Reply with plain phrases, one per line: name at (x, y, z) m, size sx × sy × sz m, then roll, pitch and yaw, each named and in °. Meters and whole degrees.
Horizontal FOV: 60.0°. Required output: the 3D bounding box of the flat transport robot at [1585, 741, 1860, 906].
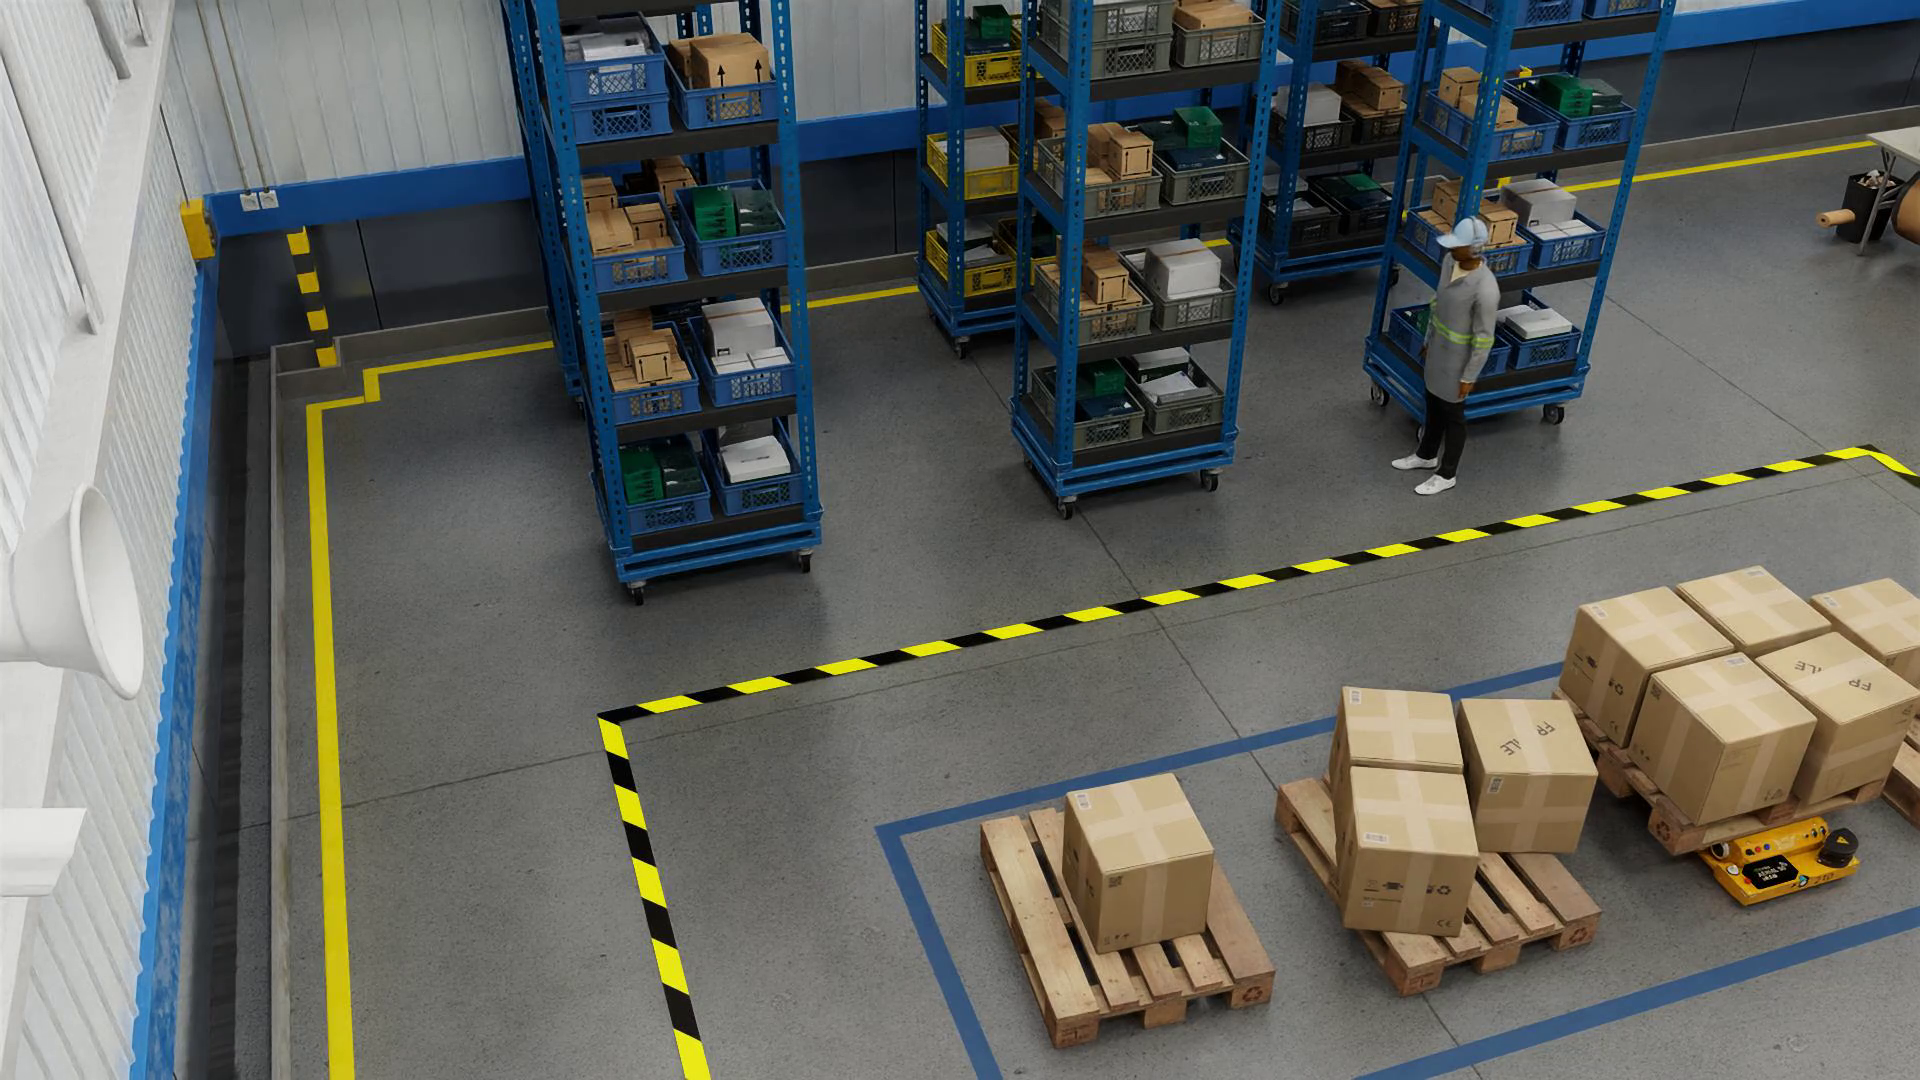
flat transport robot at (3.738, 1.188, 8.347) m, size 0.652 × 0.197 × 1.431 m, roll -11°, pitch 37°, yaw -15°

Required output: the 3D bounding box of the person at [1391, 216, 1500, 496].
person at (3.015, -1.138, 10.295) m, size 0.385 × 1.850 × 0.599 m, roll -8°, pitch 36°, yaw -11°
